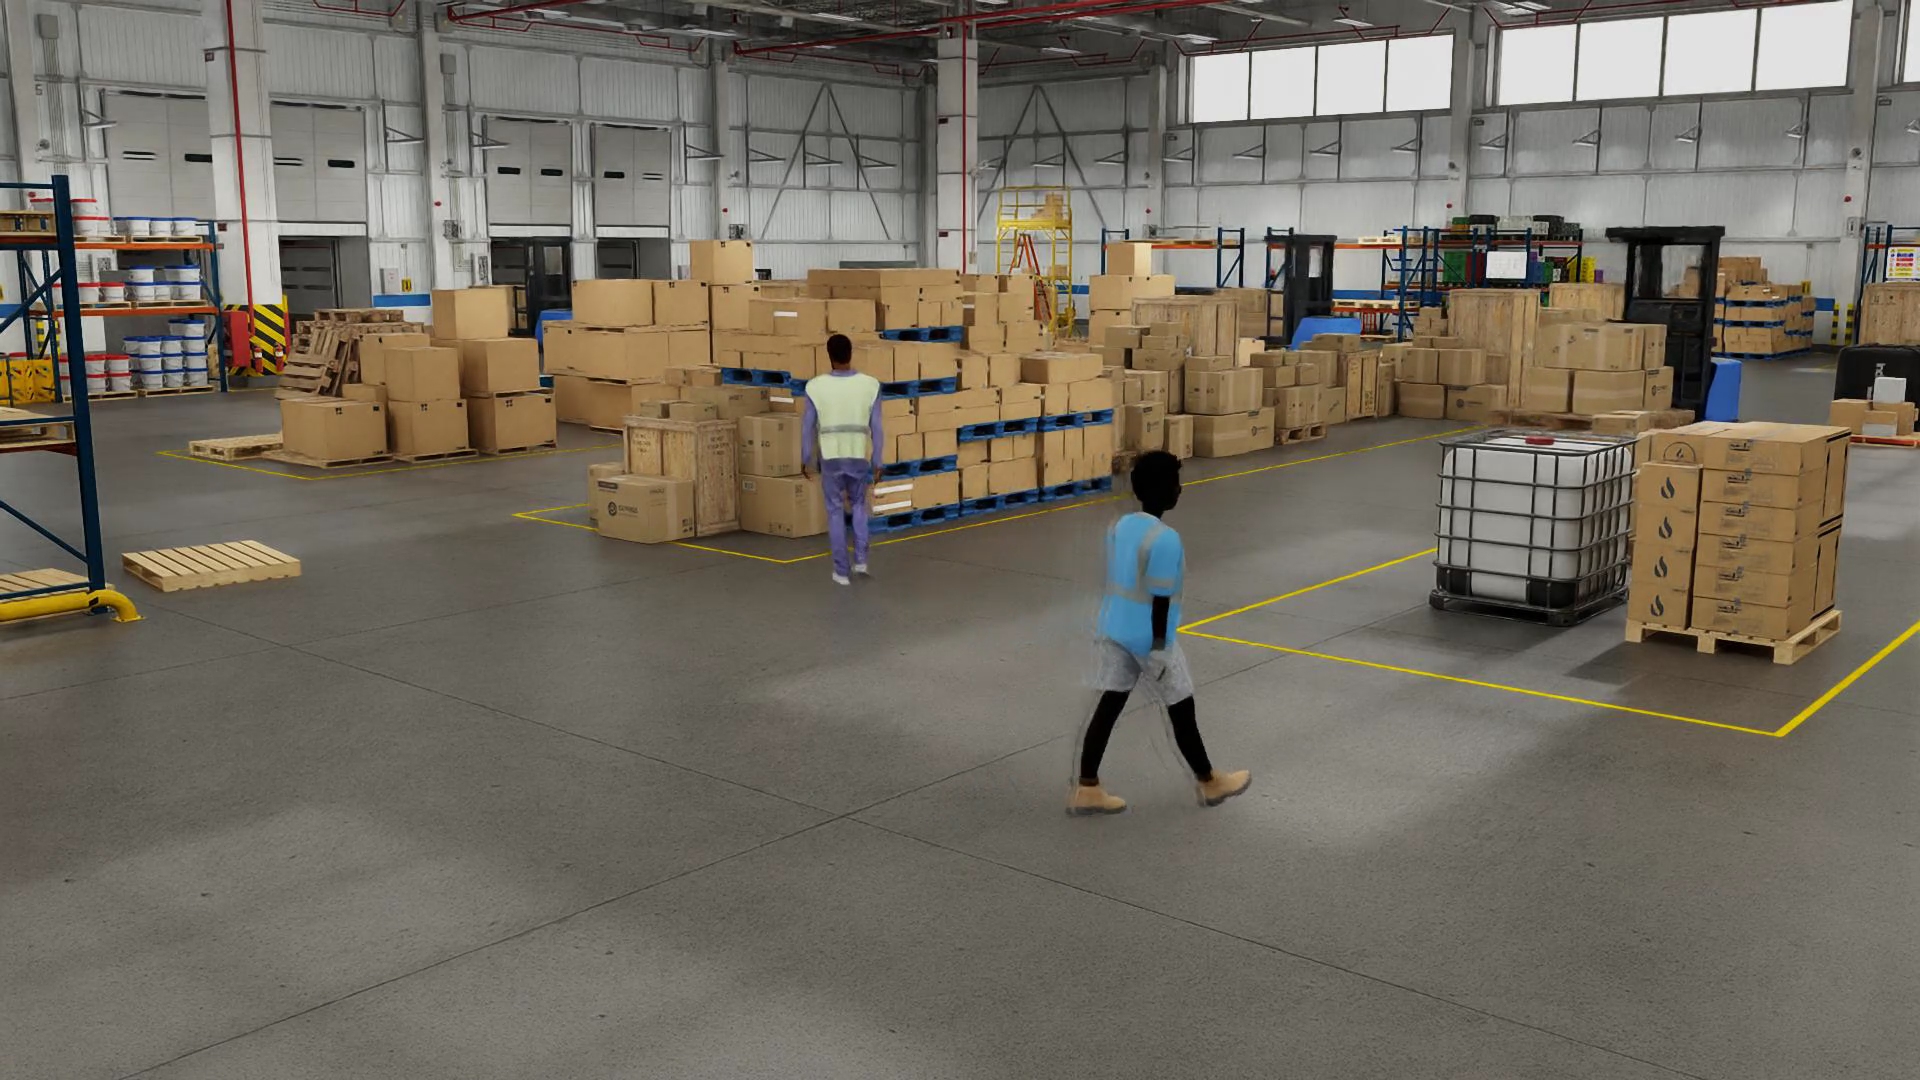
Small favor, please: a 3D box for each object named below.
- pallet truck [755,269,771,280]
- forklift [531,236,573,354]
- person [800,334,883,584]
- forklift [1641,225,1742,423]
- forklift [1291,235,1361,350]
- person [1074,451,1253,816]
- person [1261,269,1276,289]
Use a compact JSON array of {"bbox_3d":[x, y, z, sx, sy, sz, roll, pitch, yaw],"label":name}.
[{"bbox_3d":[-4.996,-6.432,45.525,1.885,1.965,0.823,-6,12,-32],"label":"pallet truck"},{"bbox_3d":[-9.601,-5.790,39.356,1.873,2.768,1.129,8,13,40],"label":"forklift"},{"bbox_3d":[-0.931,-0.633,12.801,0.601,1.889,0.689,-3,10,-17],"label":"person"},{"bbox_3d":[9.235,-2.643,21.438,1.873,2.768,1.129,-9,13,-41],"label":"forklift"},{"bbox_3d":[7.530,-5.081,35.323,1.129,2.768,1.873,-7,12,-34],"label":"forklift"},{"bbox_3d":[0.894,0.421,7.468,0.859,1.643,0.553,-4,11,-21],"label":"person"},{"bbox_3d":[8.938,-6.845,48.055,0.368,1.933,0.552,-5,11,-27],"label":"person"}]
